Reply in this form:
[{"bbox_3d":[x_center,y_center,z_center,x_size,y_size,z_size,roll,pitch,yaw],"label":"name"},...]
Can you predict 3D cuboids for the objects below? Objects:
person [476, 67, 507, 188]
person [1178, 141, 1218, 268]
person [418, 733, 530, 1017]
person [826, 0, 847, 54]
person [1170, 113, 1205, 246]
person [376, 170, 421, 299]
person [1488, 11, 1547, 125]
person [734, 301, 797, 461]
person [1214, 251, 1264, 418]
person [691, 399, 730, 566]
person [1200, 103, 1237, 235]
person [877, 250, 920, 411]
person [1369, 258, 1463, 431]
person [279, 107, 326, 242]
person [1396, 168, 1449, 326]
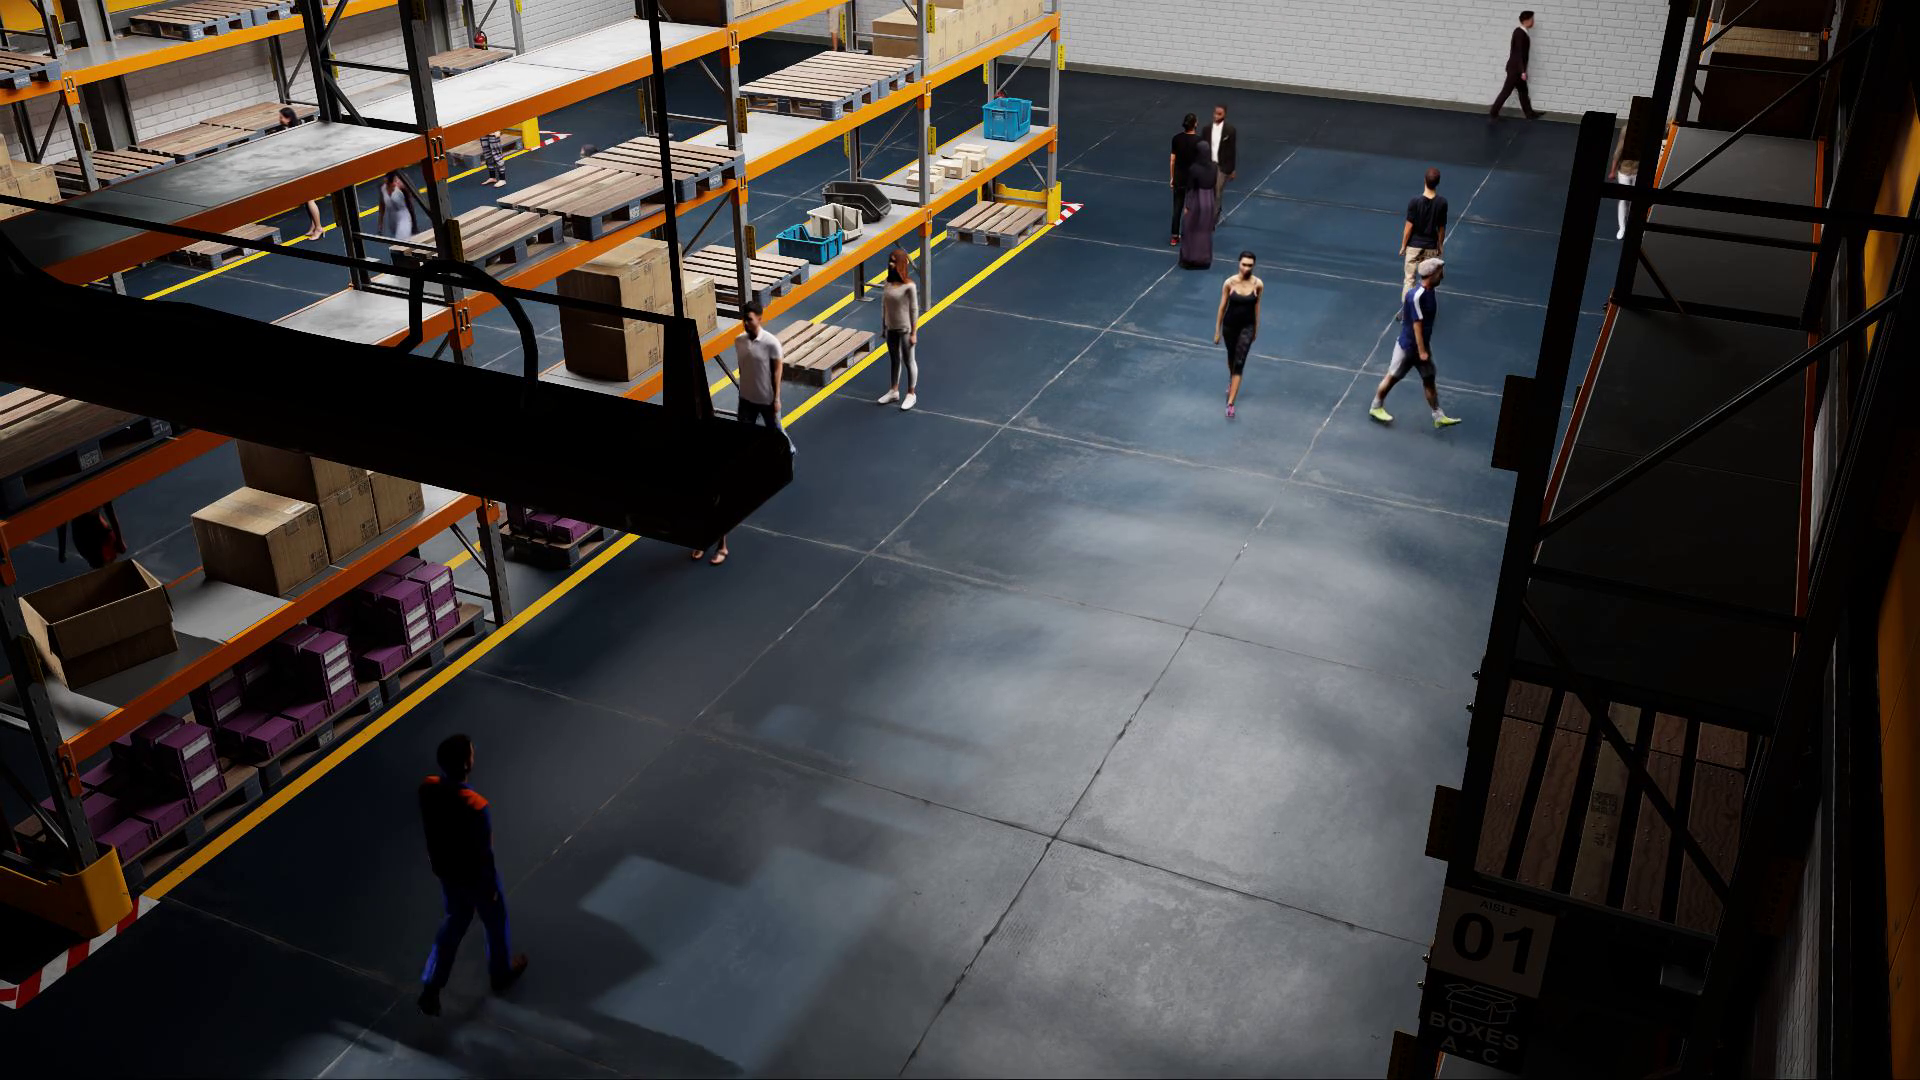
[{"bbox_3d":[-6.908,-6.061,24.374,0.619,1.734,0.528,15,32,26],"label":"person"},{"bbox_3d":[3.069,-4.289,21.240,0.798,1.624,0.861,-12,31,-20],"label":"person"},{"bbox_3d":[-2.898,1.964,9.547,0.661,1.843,1.008,13,31,22],"label":"person"},{"bbox_3d":[-2.335,-10.262,31.940,0.706,1.863,0.807,-16,32,-26],"label":"person"},{"bbox_3d":[2.992,-4.749,21.944,0.650,1.758,0.601,17,33,28],"label":"person"},{"bbox_3d":[-6.735,-3.789,20.219,0.595,1.724,1.153,12,31,21],"label":"person"},{"bbox_3d":[9.053,-7.746,27.368,0.877,1.824,1.113,8,30,14],"label":"person"},{"bbox_3d":[-1.830,-1.380,15.679,0.664,1.841,1.038,13,31,22],"label":"person"},{"bbox_3d":[2.905,-2.202,17.371,0.828,1.665,1.262,6,29,10],"label":"person"},{"bbox_3d":[-2.206,-0.553,14.460,0.533,1.558,0.542,11,31,19],"label":"person"},{"bbox_3d":[3.485,-5.026,22.455,0.751,1.755,1.081,19,34,30],"label":"person"},{"bbox_3d":[-0.611,-2.214,17.343,0.643,1.713,0.626,20,34,32],"label":"person"},{"bbox_3d":[4.506,-1.972,16.840,0.934,1.768,1.199,23,36,35],"label":"person"},{"bbox_3d":[-8.792,-4.881,22.173,0.819,1.769,0.783,-15,32,-26],"label":"person"},{"bbox_3d":[5.392,-3.414,19.392,0.720,1.857,0.683,0,29,1],"label":"person"}]
